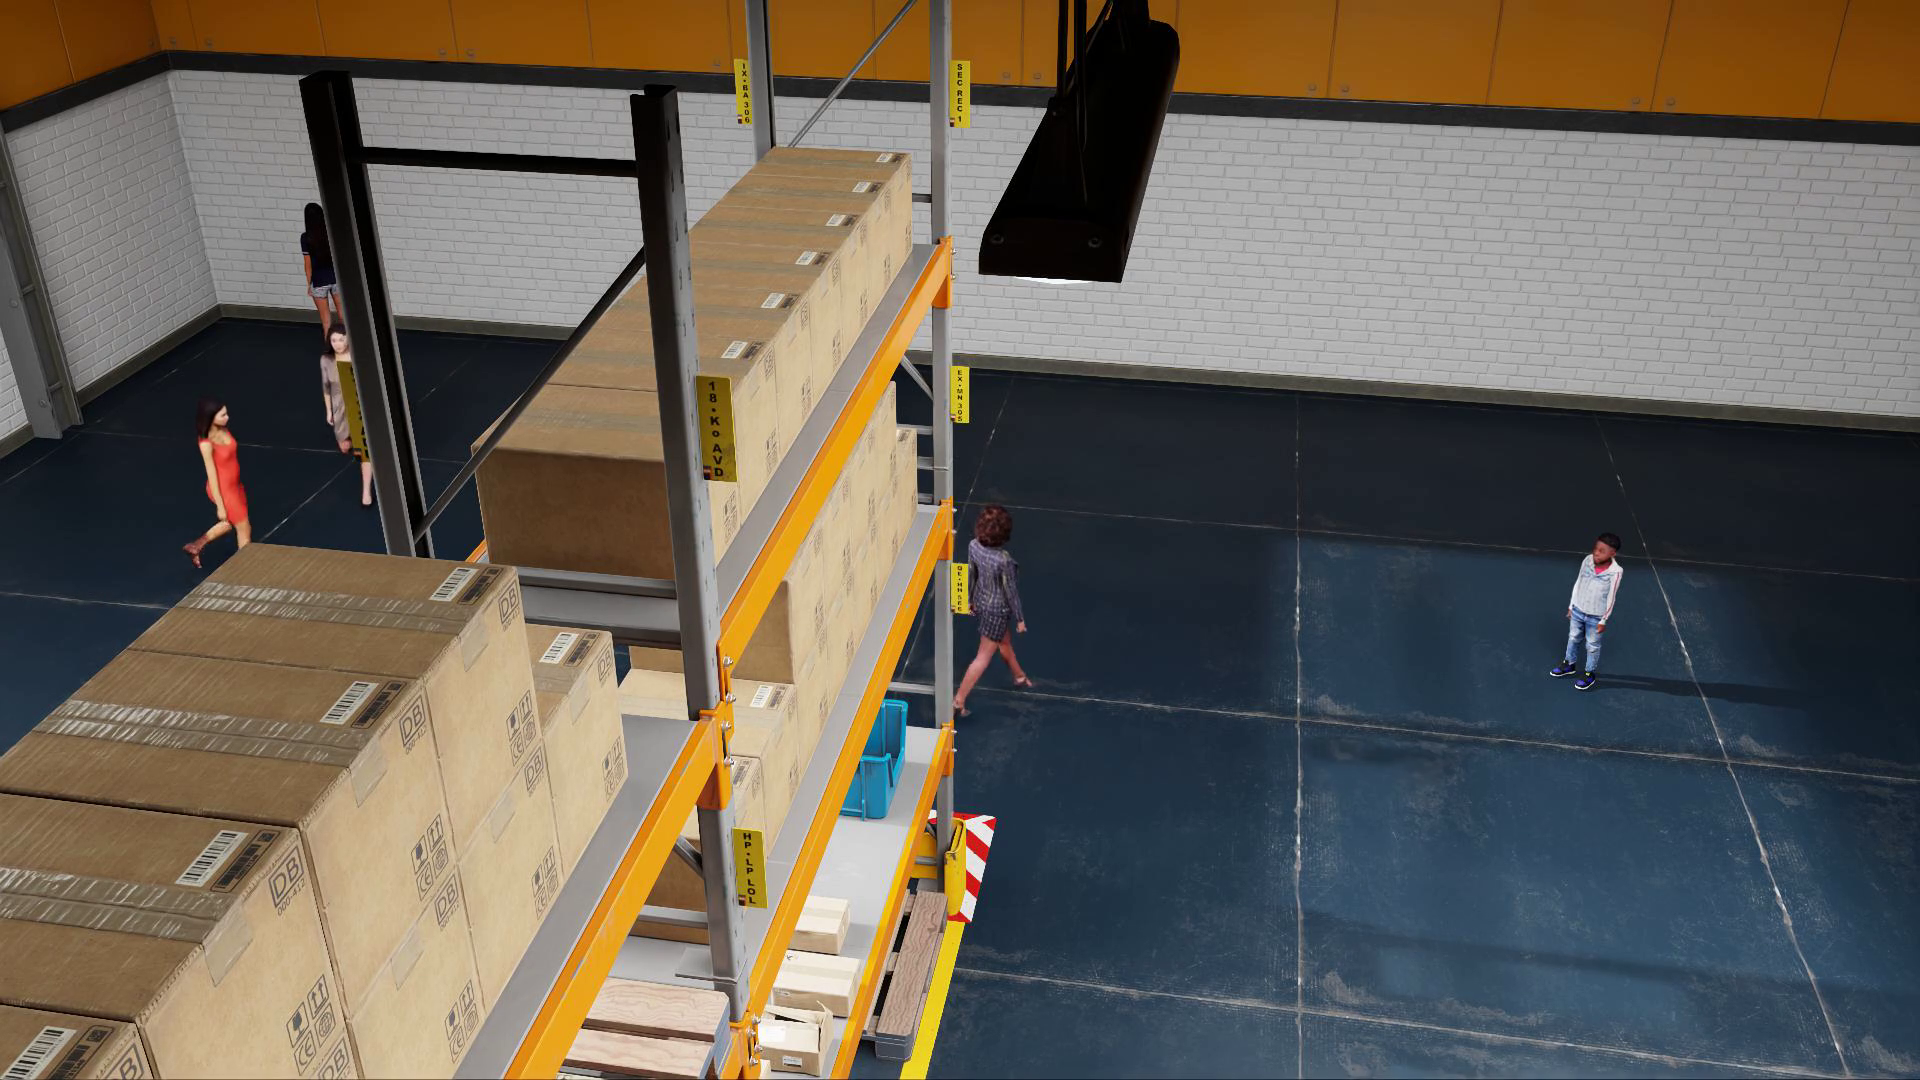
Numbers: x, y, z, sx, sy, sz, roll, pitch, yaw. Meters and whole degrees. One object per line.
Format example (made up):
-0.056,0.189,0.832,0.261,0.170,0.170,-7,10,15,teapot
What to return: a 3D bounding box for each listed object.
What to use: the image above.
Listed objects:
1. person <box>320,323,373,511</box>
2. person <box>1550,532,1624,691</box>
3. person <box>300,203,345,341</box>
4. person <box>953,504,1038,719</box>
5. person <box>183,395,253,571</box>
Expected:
-5.470,-1.161,15.001,0.736,1.724,1.025,-2,29,-4,person
4.731,0.503,12.434,0.629,1.261,0.571,-19,34,-31,person
-6.812,-2.763,17.894,0.646,1.766,0.720,-21,35,-34,person
0.172,0.560,11.915,1.116,1.658,1.074,-17,33,-29,person
-6.079,-0.387,13.605,0.867,1.702,0.995,-6,29,-10,person
